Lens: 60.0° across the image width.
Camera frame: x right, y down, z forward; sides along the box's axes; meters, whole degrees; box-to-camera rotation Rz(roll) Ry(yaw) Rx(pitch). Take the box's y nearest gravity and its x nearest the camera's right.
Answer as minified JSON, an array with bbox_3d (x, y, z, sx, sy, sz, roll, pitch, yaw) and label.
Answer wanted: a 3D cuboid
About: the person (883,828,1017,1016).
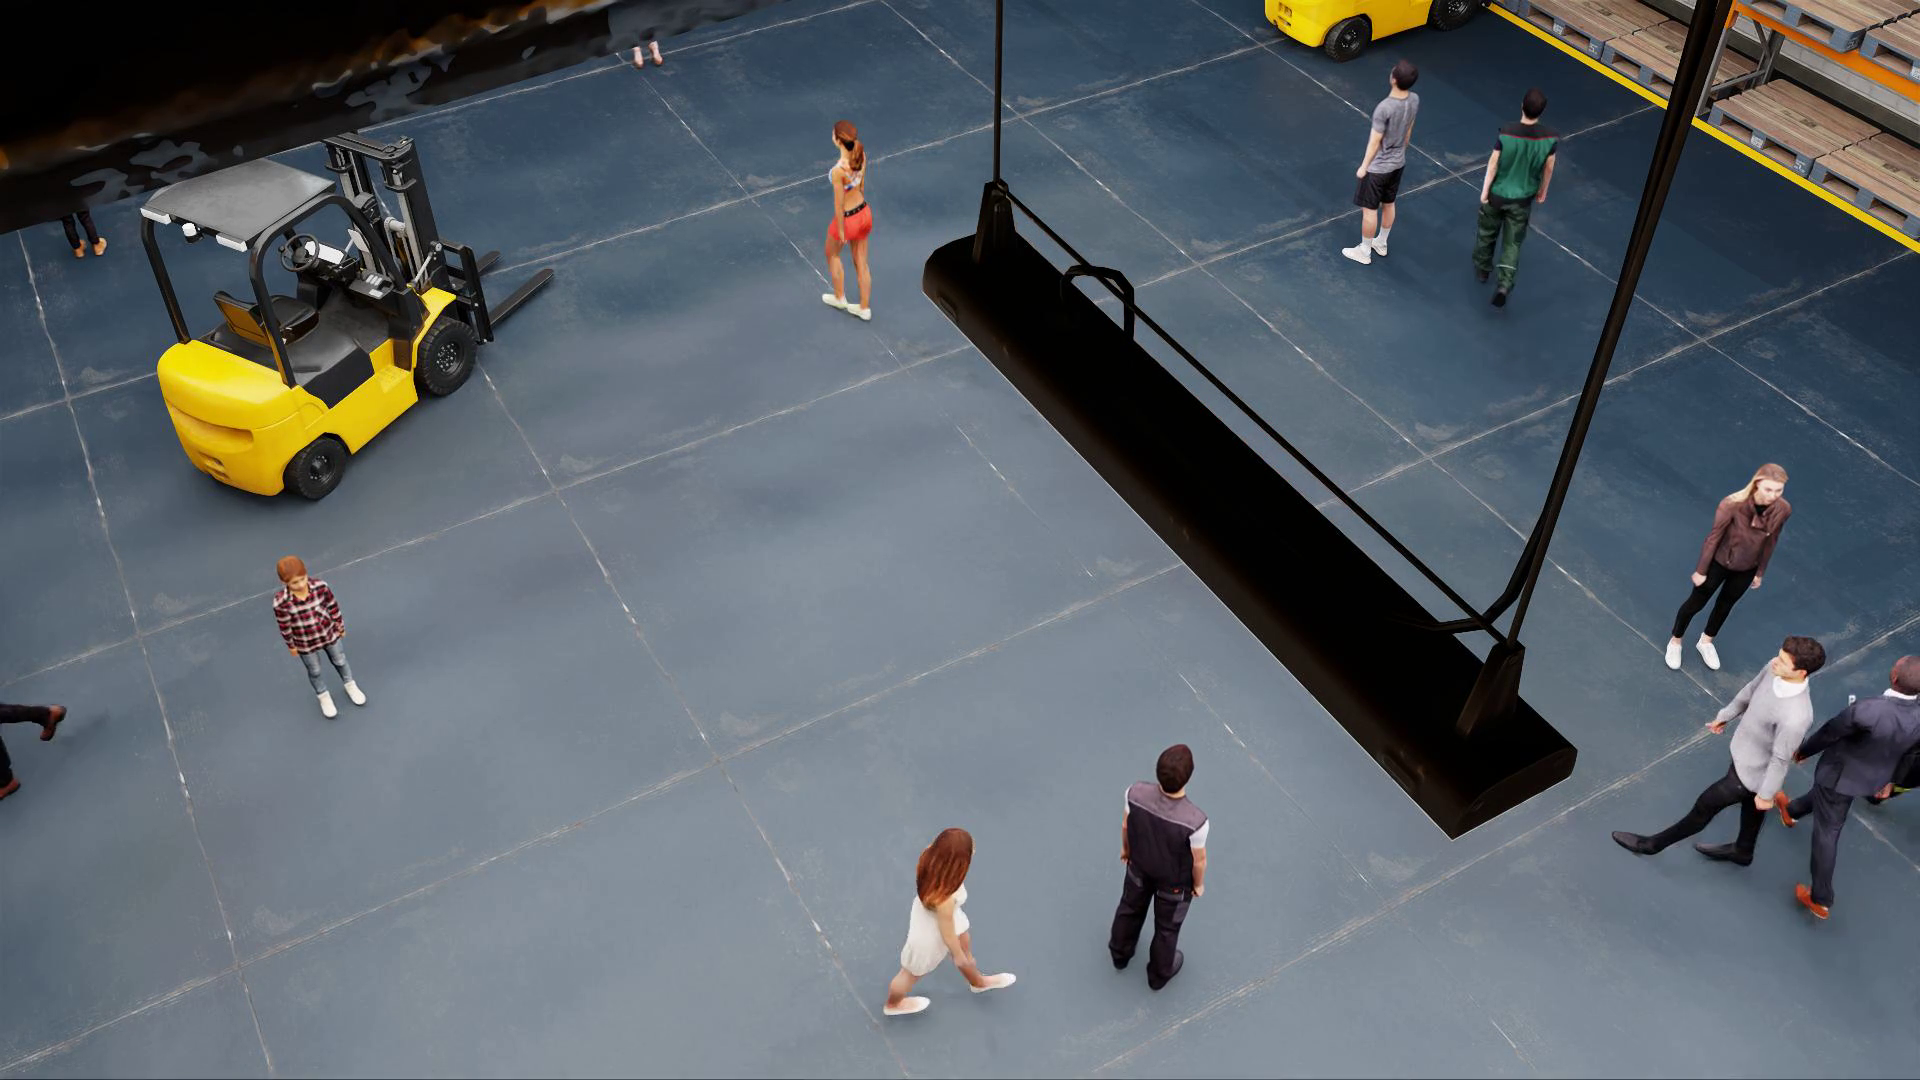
[{"bbox_3d":[-0.234,2.059,8.764,0.935,1.668,1.016,-6,44,-7],"label":"person"}]

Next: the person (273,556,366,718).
[{"bbox_3d":[-4.108,0.585,10.575,0.531,1.304,0.497,-24,49,-23],"label":"person"}]

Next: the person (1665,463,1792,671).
[{"bbox_3d":[4.970,0.159,10.732,0.678,1.705,0.681,1,44,1],"label":"person"}]

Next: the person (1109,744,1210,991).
[{"bbox_3d":[1.080,1.759,8.952,0.682,1.843,0.803,26,49,25],"label":"person"}]

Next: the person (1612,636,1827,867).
[{"bbox_3d":[4.607,1.265,9.435,1.235,1.892,1.167,11,45,12],"label":"person"}]

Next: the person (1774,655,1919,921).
[{"bbox_3d":[5.047,1.387,9.383,1.015,1.788,1.301,-4,44,-4],"label":"person"}]

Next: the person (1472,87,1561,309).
[{"bbox_3d":[4.545,-2.799,13.713,1.107,1.876,1.220,6,44,6],"label":"person"}]

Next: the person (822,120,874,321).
[{"bbox_3d":[-0.826,-2.556,13.530,0.813,1.777,0.713,32,52,29],"label":"person"}]

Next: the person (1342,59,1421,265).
[{"bbox_3d":[3.625,-3.210,14.148,0.663,1.871,0.560,-25,49,-24],"label":"person"}]
